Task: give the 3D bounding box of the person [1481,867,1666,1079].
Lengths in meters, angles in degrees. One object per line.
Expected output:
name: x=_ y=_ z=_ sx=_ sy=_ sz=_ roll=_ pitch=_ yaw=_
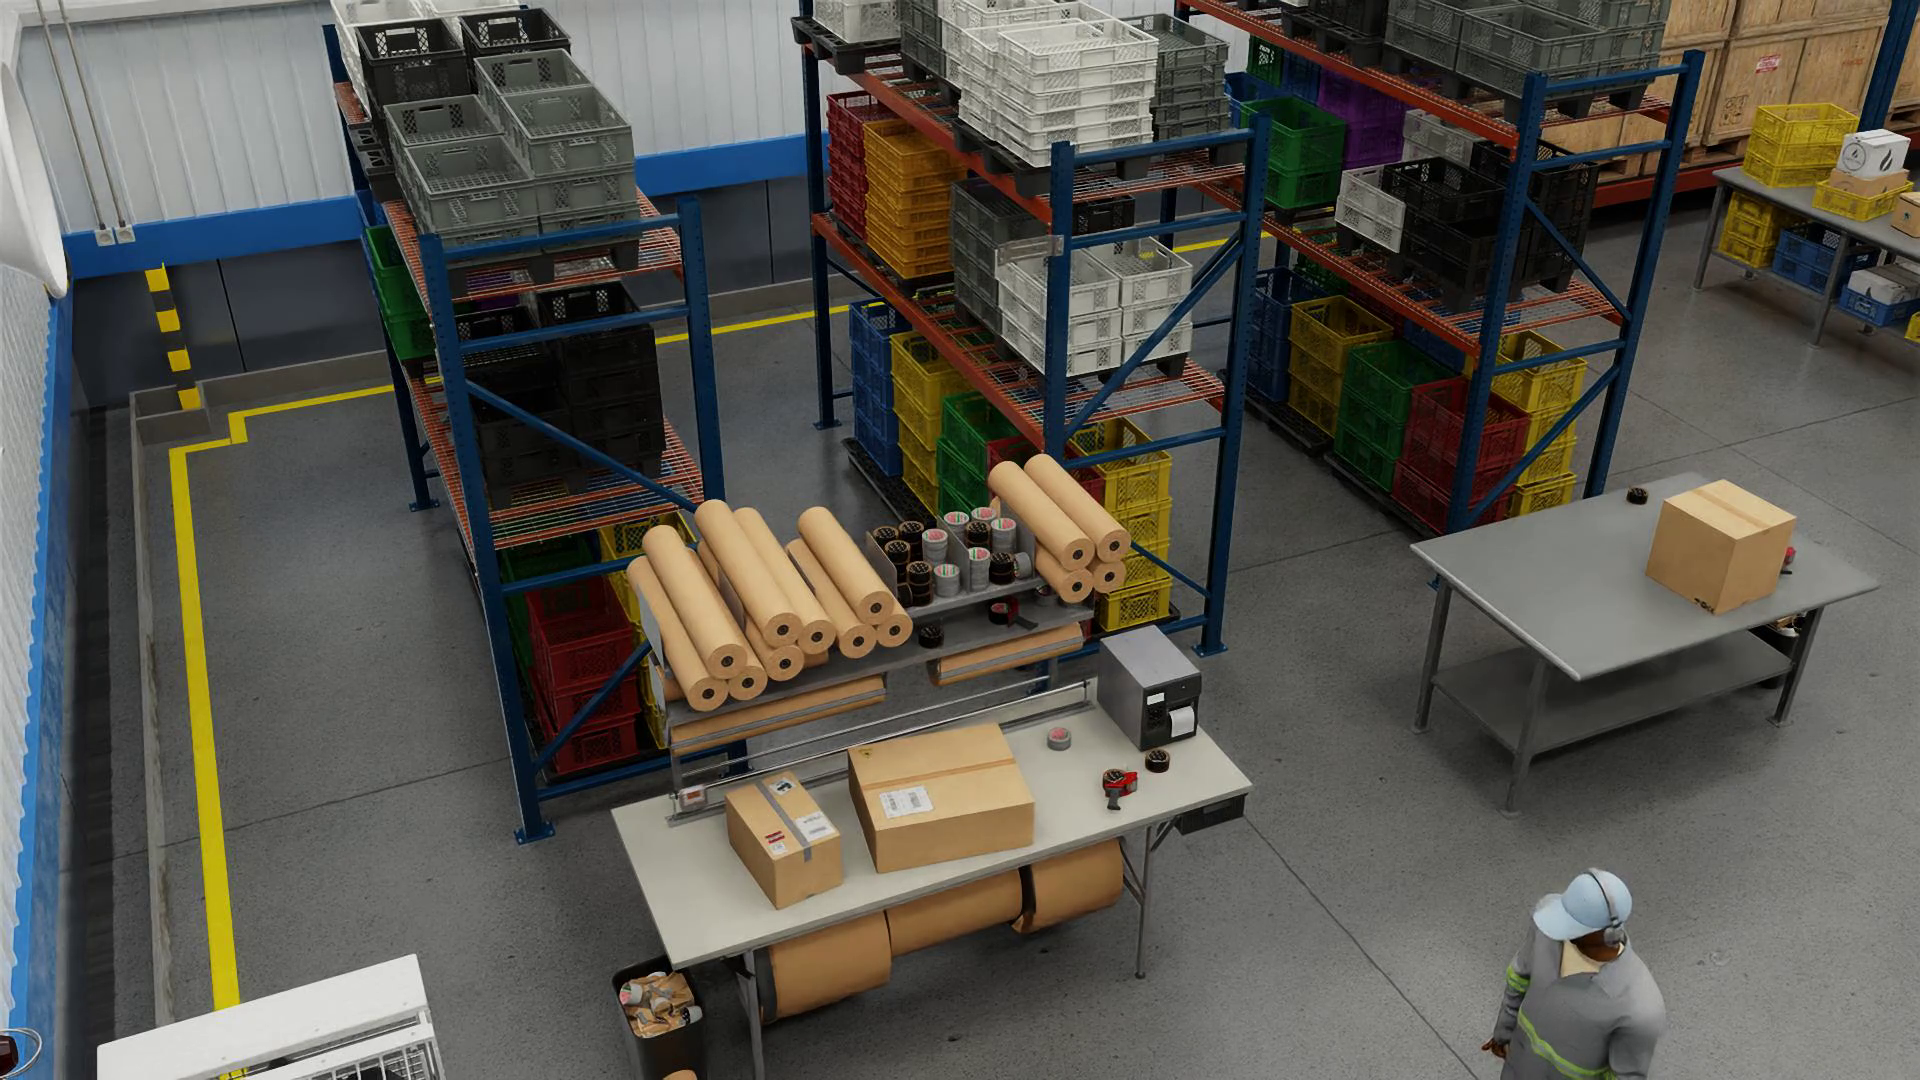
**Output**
person: x=1.965 y=1.797 z=5.548 sx=0.397 sy=1.847 sz=0.587 roll=-11 pitch=33 yaw=-18
